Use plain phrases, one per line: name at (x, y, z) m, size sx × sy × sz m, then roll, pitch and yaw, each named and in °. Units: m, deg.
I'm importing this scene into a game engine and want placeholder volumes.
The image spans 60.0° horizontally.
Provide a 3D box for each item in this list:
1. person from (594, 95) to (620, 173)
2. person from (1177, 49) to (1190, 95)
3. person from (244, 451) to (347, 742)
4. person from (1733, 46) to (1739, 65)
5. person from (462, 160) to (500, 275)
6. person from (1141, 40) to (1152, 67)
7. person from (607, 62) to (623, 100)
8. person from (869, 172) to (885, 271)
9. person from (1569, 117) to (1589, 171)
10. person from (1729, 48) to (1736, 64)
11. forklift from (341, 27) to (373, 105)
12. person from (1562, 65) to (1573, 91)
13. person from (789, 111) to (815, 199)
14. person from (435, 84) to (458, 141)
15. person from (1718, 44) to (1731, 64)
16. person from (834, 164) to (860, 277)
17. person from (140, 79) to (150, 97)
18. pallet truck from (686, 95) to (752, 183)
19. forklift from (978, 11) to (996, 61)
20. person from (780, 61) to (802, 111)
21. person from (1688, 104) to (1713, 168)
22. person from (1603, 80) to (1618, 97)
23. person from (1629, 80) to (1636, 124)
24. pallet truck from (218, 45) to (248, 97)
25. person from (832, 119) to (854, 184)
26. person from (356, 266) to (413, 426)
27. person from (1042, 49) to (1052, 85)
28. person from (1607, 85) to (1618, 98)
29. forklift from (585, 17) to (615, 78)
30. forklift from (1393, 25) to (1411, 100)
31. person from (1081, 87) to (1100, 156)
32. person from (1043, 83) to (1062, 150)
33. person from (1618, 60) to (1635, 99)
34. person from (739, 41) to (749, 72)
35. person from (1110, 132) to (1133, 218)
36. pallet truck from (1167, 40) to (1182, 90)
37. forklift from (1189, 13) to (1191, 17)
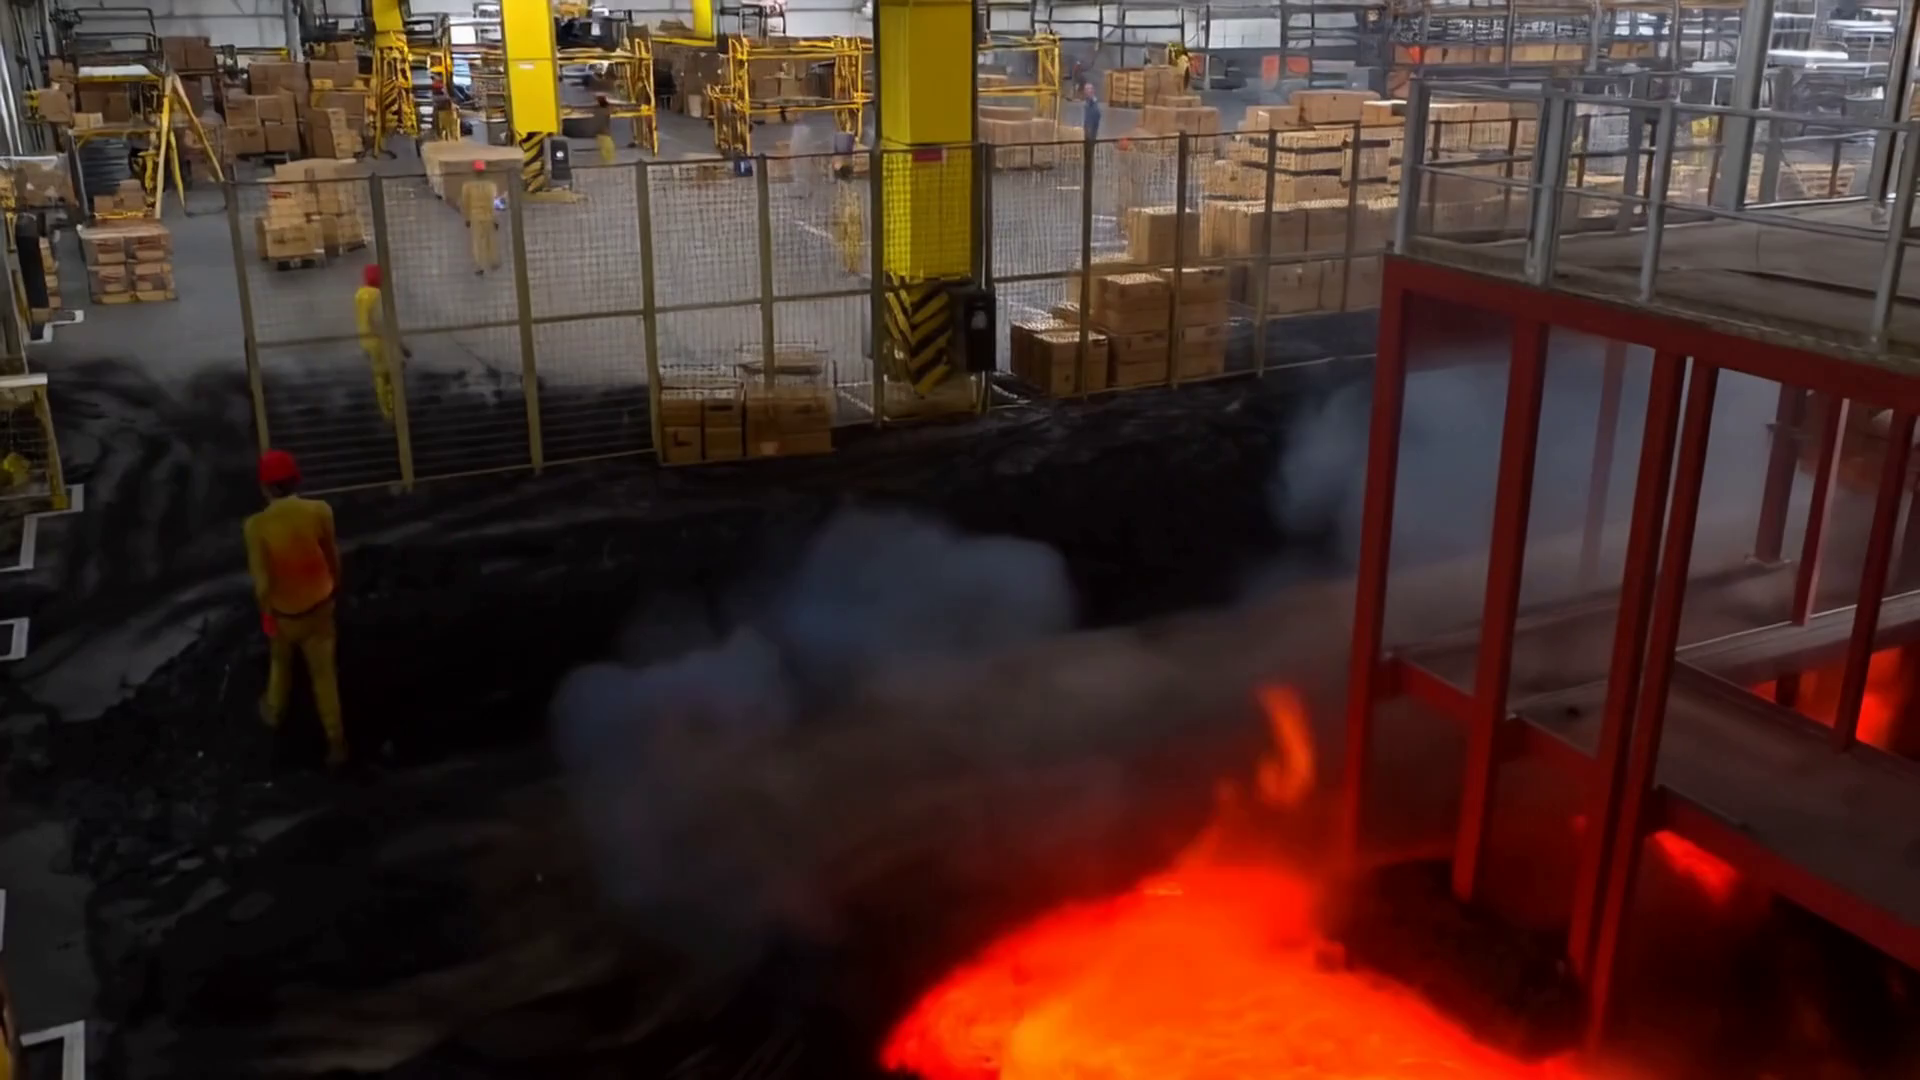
person at (-8.910, -10.197, 41.745) m, size 0.596 × 1.870 × 0.772 m, roll 9°, pitch 21°, yaw 24°
person at (8.579, -17.920, 64.070) m, size 0.375 × 1.916 × 0.592 m, roll -17°, pitch 25°, yaw -41°
person at (-4.432, 0.337, 11.112) m, size 0.641 × 1.932 × 1.039 m, roll -17°, pitch 25°, yaw -40°
person at (33.476, -20.415, 71.679) m, size 0.365 × 1.664 × 0.564 m, roll -3°, pitch 19°, yaw -10°
person at (-8.011, -5.406, 27.860) m, size 0.603 × 1.882 × 0.979 m, roll -1°, pitch 19°, yaw -3°
person at (8.287, -21.301, 73.983) m, size 0.429 × 1.847 × 0.625 m, roll 9°, pitch 21°, yaw 23°
person at (-12.814, -17.104, 61.700) m, size 0.557 × 1.910 × 0.777 m, roll -9°, pitch 21°, yaw -25°
person at (-1.068, -4.864, 26.272) m, size 0.775 × 1.902 × 0.402 m, roll 10°, pitch 21°, yaw 27°
person at (13.219, -8.219, 35.965) m, size 0.613 × 1.907 × 0.477 m, roll 7°, pitch 20°, yaw 21°
person at (33.690, -20.623, 72.390) m, size 0.772 × 1.587 × 0.554 m, roll -10°, pitch 21°, yaw -26°
forklift at (-22.275, -17.346, 60.954) m, size 1.873 × 2.768 × 1.129 m, roll -9°, pitch 21°, yaw -25°
person at (19.107, -13.967, 52.426) m, size 0.995 × 2.000 × 0.695 m, roll 9°, pitch 21°, yaw 24°
person at (-3.514, -8.487, 36.724) m, size 0.435 × 1.920 × 0.635 m, roll 8°, pitch 20°, yaw 21°
person at (-13.895, -11.357, 45.028) m, size 0.566 × 1.926 × 0.400 m, roll -6°, pitch 20°, yaw -16°
person at (31.297, -19.328, 68.159) m, size 0.567 × 1.916 × 0.526 m, roll -6°, pitch 20°, yaw -18°
person at (-1.869, -5.316, 27.658) m, size 0.429 × 1.839 × 0.622 m, roll -2°, pitch 19°, yaw -5°
person at (-25.097, -13.428, 51.485) m, size 0.514 × 1.634 × 0.313 m, roll 9°, pitch 21°, yaw 25°
pallet truck at (-5.836, -9.608, 39.856) m, size 0.823 × 1.965 × 1.885 m, roll 10°, pitch 22°, yaw 27°
forklift at (0.931, -25.065, 83.330) m, size 1.873 × 2.768 × 1.129 m, roll -9°, pitch 21°, yaw -25°
person at (-5.985, -15.609, 57.492) m, size 0.962 × 1.830 × 0.599 m, roll 1°, pitch 19°, yaw 3°
person at (17.341, -9.249, 39.008) m, size 0.556 × 1.882 × 1.006 m, roll 5°, pitch 20°, yaw 13°
person at (18.813, -12.514, 48.324) m, size 0.361 × 1.966 × 0.613 m, roll -3°, pitch 19°, yaw -10°
person at (22.188, -14.536, 54.493) m, size 0.329 × 1.765 × 0.525 m, roll 15°, pitch 24°, yaw 38°
pallet truck at (-28.879, -18.665, 66.111) m, size 0.823 × 1.965 × 1.885 m, roll -3°, pitch 19°, yaw -9°
person at (-2.618, -8.610, 37.431) m, size 0.534 × 1.692 × 0.321 m, roll 7°, pitch 20°, yaw 20°
person at (-6.449, -2.189, 18.660) m, size 0.515 × 1.806 × 0.720 m, roll -17°, pitch 25°, yaw -40°
person at (3.659, -20.207, 71.185) m, size 0.538 × 1.608 × 0.784 m, roll -16°, pitch 25°, yaw -39°
person at (17.757, -11.486, 45.494) m, size 0.513 × 1.871 × 0.329 m, roll -8°, pitch 21°, yaw -23°
forklift at (-15.443, -21.475, 72.921) m, size 1.873 × 2.768 × 1.129 m, roll -11°, pitch 22°, yaw -28°
forklift at (17.190, -17.993, 62.829) m, size 1.873 × 2.768 × 1.129 m, roll -9°, pitch 21°, yaw -25°
person at (3.567, -11.402, 45.297) m, size 0.520 × 1.845 × 0.389 m, roll -1°, pitch 19°, yaw -4°
person at (2.533, -11.845, 46.592) m, size 0.557 × 1.828 × 0.952 m, roll -12°, pitch 22°, yaw -31°
person at (22.149, -14.950, 55.379) m, size 0.574 × 1.972 × 0.620 m, roll -13°, pitch 23°, yaw -33°
person at (-9.256, -20.384, 71.182) m, size 0.635 × 1.937 × 0.352 m, roll -6°, pitch 20°, yaw -18°
person at (3.324, -7.510, 34.185) m, size 0.487 × 1.724 × 0.698 m, roll 5°, pitch 20°, yaw 15°
pallet truck at (9.045, -19.971, 69.895) m, size 0.823 × 1.965 × 1.885 m, roll -3°, pitch 19°, yaw -8°
forklift at (10.532, -23.760, 79.546) m, size 1.129 × 2.768 × 1.873 m, roll -9°, pitch 21°, yaw -25°
